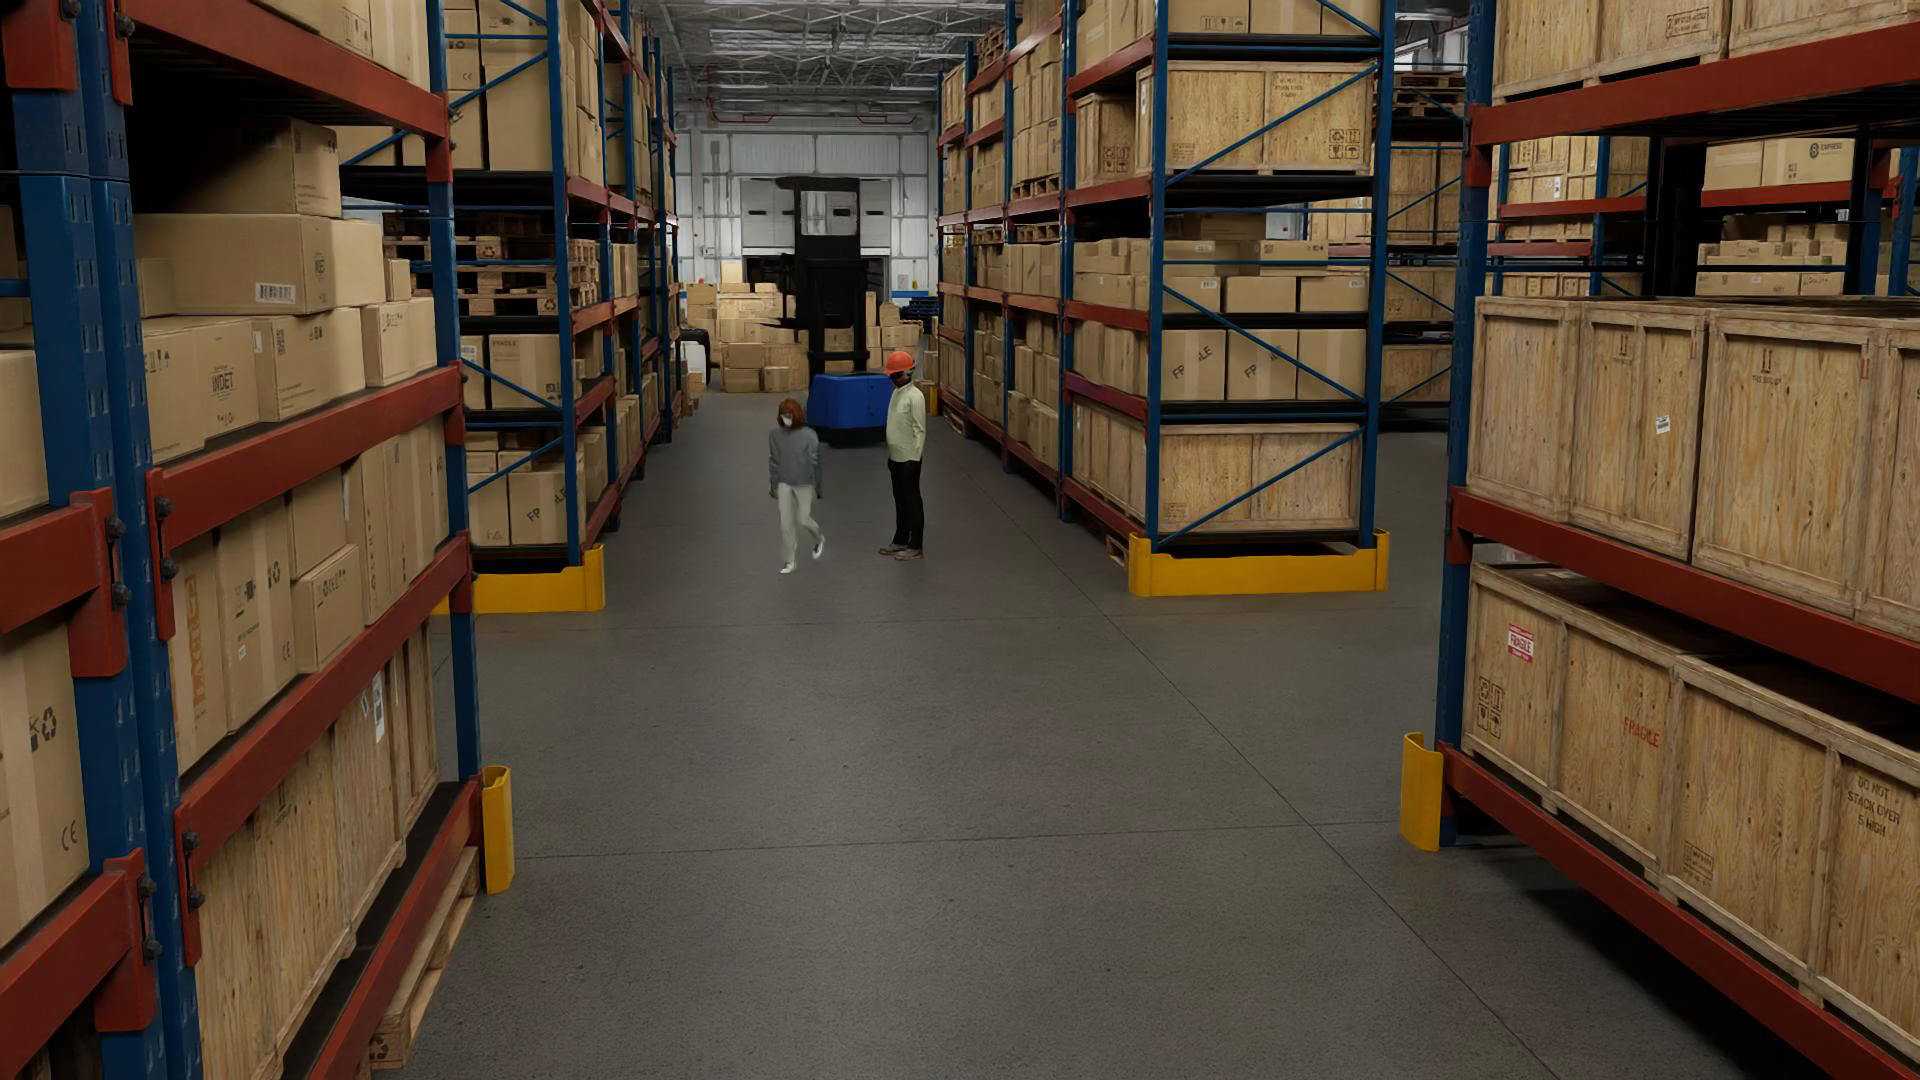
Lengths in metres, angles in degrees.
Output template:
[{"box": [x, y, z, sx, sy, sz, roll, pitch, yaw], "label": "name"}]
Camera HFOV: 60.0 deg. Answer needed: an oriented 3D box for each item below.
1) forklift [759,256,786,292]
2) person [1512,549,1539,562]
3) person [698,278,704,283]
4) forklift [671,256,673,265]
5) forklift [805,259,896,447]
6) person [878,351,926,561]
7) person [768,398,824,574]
[{"box": [-6.855, -9.006, 60.996, 1.129, 2.768, 1.873, -5, 11, -26], "label": "forklift"}, {"box": [4.379, -0.102, 12.324, 0.964, 1.791, 0.639, 0, 10, -2], "label": "person"}, {"box": [-10.730, -9.897, 68.975, 0.563, 1.922, 0.431, -6, 11, -31], "label": "person"}, {"box": [-10.983, -9.065, 61.341, 1.129, 2.768, 1.873, -1, 10, -7], "label": "forklift"}, {"box": [-1.855, -2.908, 25.493, 1.129, 2.768, 1.873, -6, 11, -32], "label": "forklift"}, {"box": [-0.539, -0.801, 15.824, 0.387, 1.988, 0.608, -5, 11, -27], "label": "person"}, {"box": [-1.473, -0.514, 15.236, 0.516, 1.612, 0.543, 4, 10, 20], "label": "person"}]
